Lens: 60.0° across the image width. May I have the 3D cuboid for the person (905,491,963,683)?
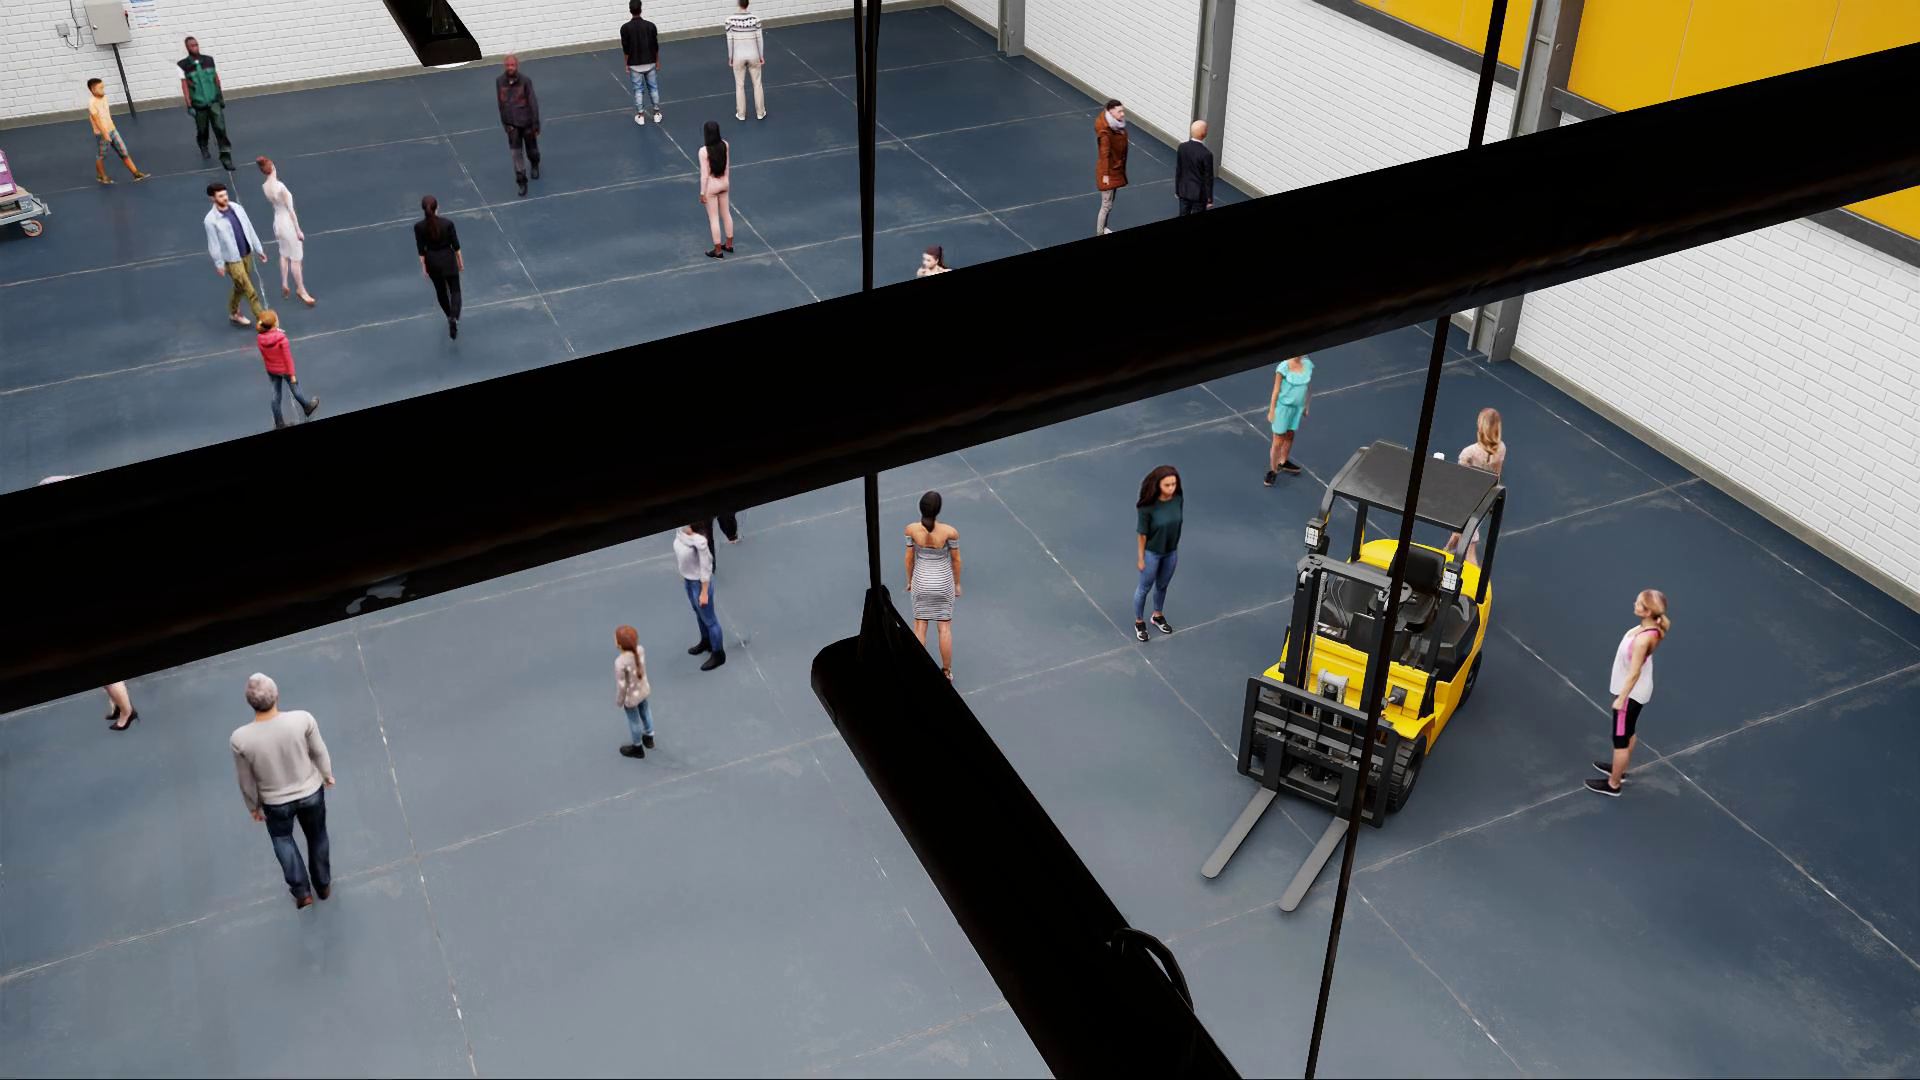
[{"bbox_3d":[-0.220,0.394,13.201,0.687,1.822,0.705,4,34,6],"label":"person"}]

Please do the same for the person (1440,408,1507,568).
[{"bbox_3d":[4.408,-0.232,14.187,0.658,1.775,1.102,-11,35,-16],"label":"person"}]

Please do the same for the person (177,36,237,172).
[{"bbox_3d":[-10.400,-6.009,22.849,0.899,1.806,1.262,-25,41,-32],"label":"person"}]

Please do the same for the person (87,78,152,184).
[{"bbox_3d":[-11.571,-5.471,22.389,1.009,1.420,0.984,10,35,15],"label":"person"}]

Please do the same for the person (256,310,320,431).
[{"bbox_3d":[-6.900,-1.663,16.781,0.835,1.287,0.945,7,34,11],"label":"person"}]

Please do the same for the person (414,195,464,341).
[{"bbox_3d":[-5.758,-2.994,18.466,0.766,1.638,1.074,-6,34,-9],"label":"person"}]

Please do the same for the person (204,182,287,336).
[{"bbox_3d":[-8.122,-3.137,18.565,1.239,1.766,1.159,13,36,19],"label":"person"}]

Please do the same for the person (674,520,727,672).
[{"bbox_3d":[-2.109,0.330,13.471,0.677,1.631,0.472,-18,38,-25],"label":"person"}]

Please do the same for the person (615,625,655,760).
[{"bbox_3d":[-2.480,1.142,12.643,0.597,1.194,0.555,17,37,24],"label":"person"}]

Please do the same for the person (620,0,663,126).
[{"bbox_3d":[-4.656,-7.010,24.349,0.723,1.814,0.641,-9,35,-14],"label":"person"}]

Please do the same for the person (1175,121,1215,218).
[{"bbox_3d":[2.828,-4.199,20.132,0.674,1.800,0.825,26,42,33],"label":"person"}]

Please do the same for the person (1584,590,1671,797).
[{"bbox_3d":[4.920,1.114,12.151,0.675,1.787,0.682,23,40,30],"label":"person"}]

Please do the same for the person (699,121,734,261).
[{"bbox_3d":[-2.980,-4.297,20.351,0.694,1.722,0.698,23,40,31],"label":"person"}]

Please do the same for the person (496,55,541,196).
[{"bbox_3d":[-5.883,-5.632,22.276,1.007,1.813,1.319,-2,34,-3],"label":"person"}]

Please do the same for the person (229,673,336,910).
[{"bbox_3d":[-4.455,1.741,11.110,0.725,1.895,0.803,-14,36,-20],"label":"person"}]

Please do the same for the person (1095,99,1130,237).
[{"bbox_3d":[1.858,-4.565,20.650,0.907,1.836,0.833,7,34,11],"label":"person"}]

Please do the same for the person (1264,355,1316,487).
[{"bbox_3d":[3.168,-1.291,15.985,0.666,1.548,0.655,-16,37,-23],"label":"person"}]

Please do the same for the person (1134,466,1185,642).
[{"bbox_3d":[1.652,0.084,13.855,0.581,1.616,0.567,-14,36,-20],"label":"person"}]

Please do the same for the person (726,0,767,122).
[{"bbox_3d":[-3.146,-7.112,24.456,0.736,1.865,0.662,-6,34,-9],"label":"person"}]

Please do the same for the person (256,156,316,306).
[{"bbox_3d":[-7.750,-3.534,19.156,0.777,1.773,0.620,-21,39,-29],"label":"person"}]

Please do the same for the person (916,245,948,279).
[{"bbox_3d":[-0.214,-2.409,17.629,0.802,1.590,0.832,24,41,32],"label":"person"}]
